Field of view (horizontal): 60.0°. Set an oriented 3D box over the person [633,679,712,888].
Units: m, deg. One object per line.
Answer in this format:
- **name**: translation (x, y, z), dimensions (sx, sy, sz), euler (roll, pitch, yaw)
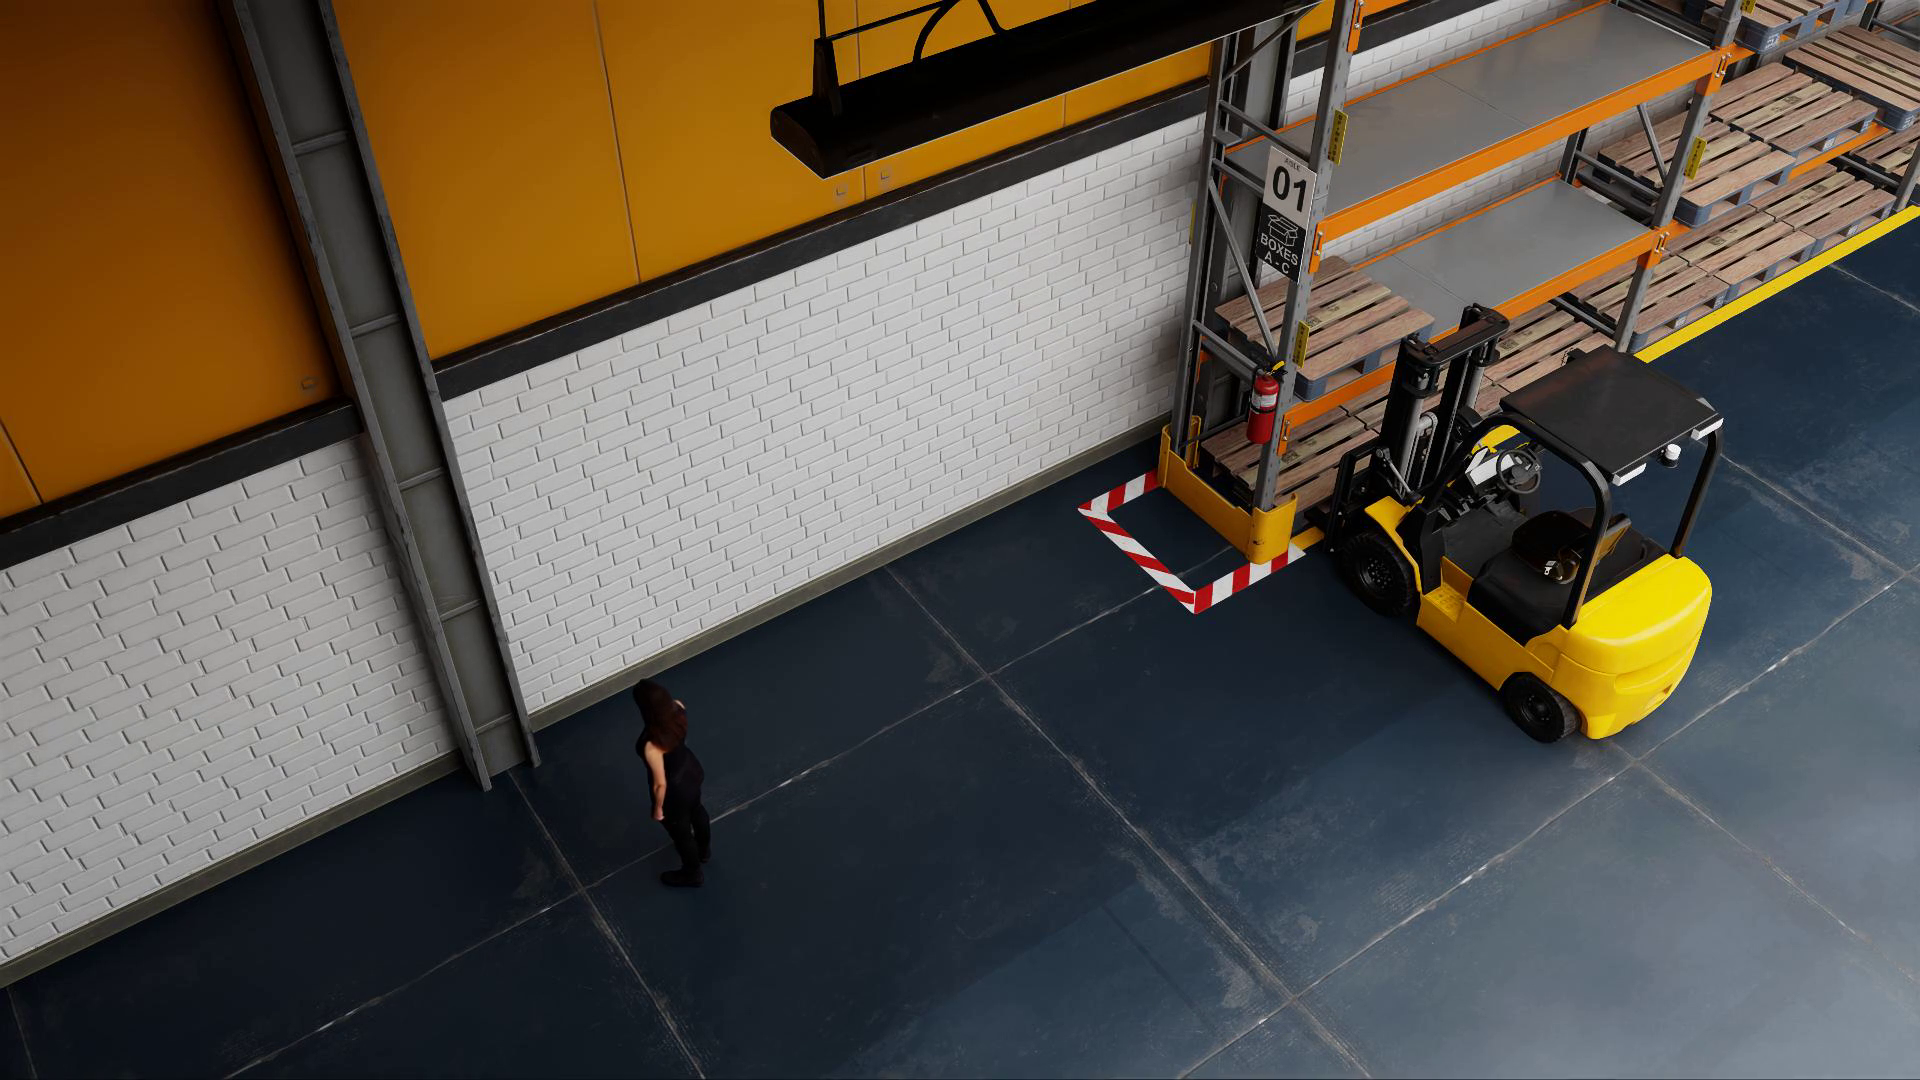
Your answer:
- **person**: translation (-1.638, 1.394, 9.534), dimensions (0.739, 1.687, 0.664), euler (11, 45, 11)
